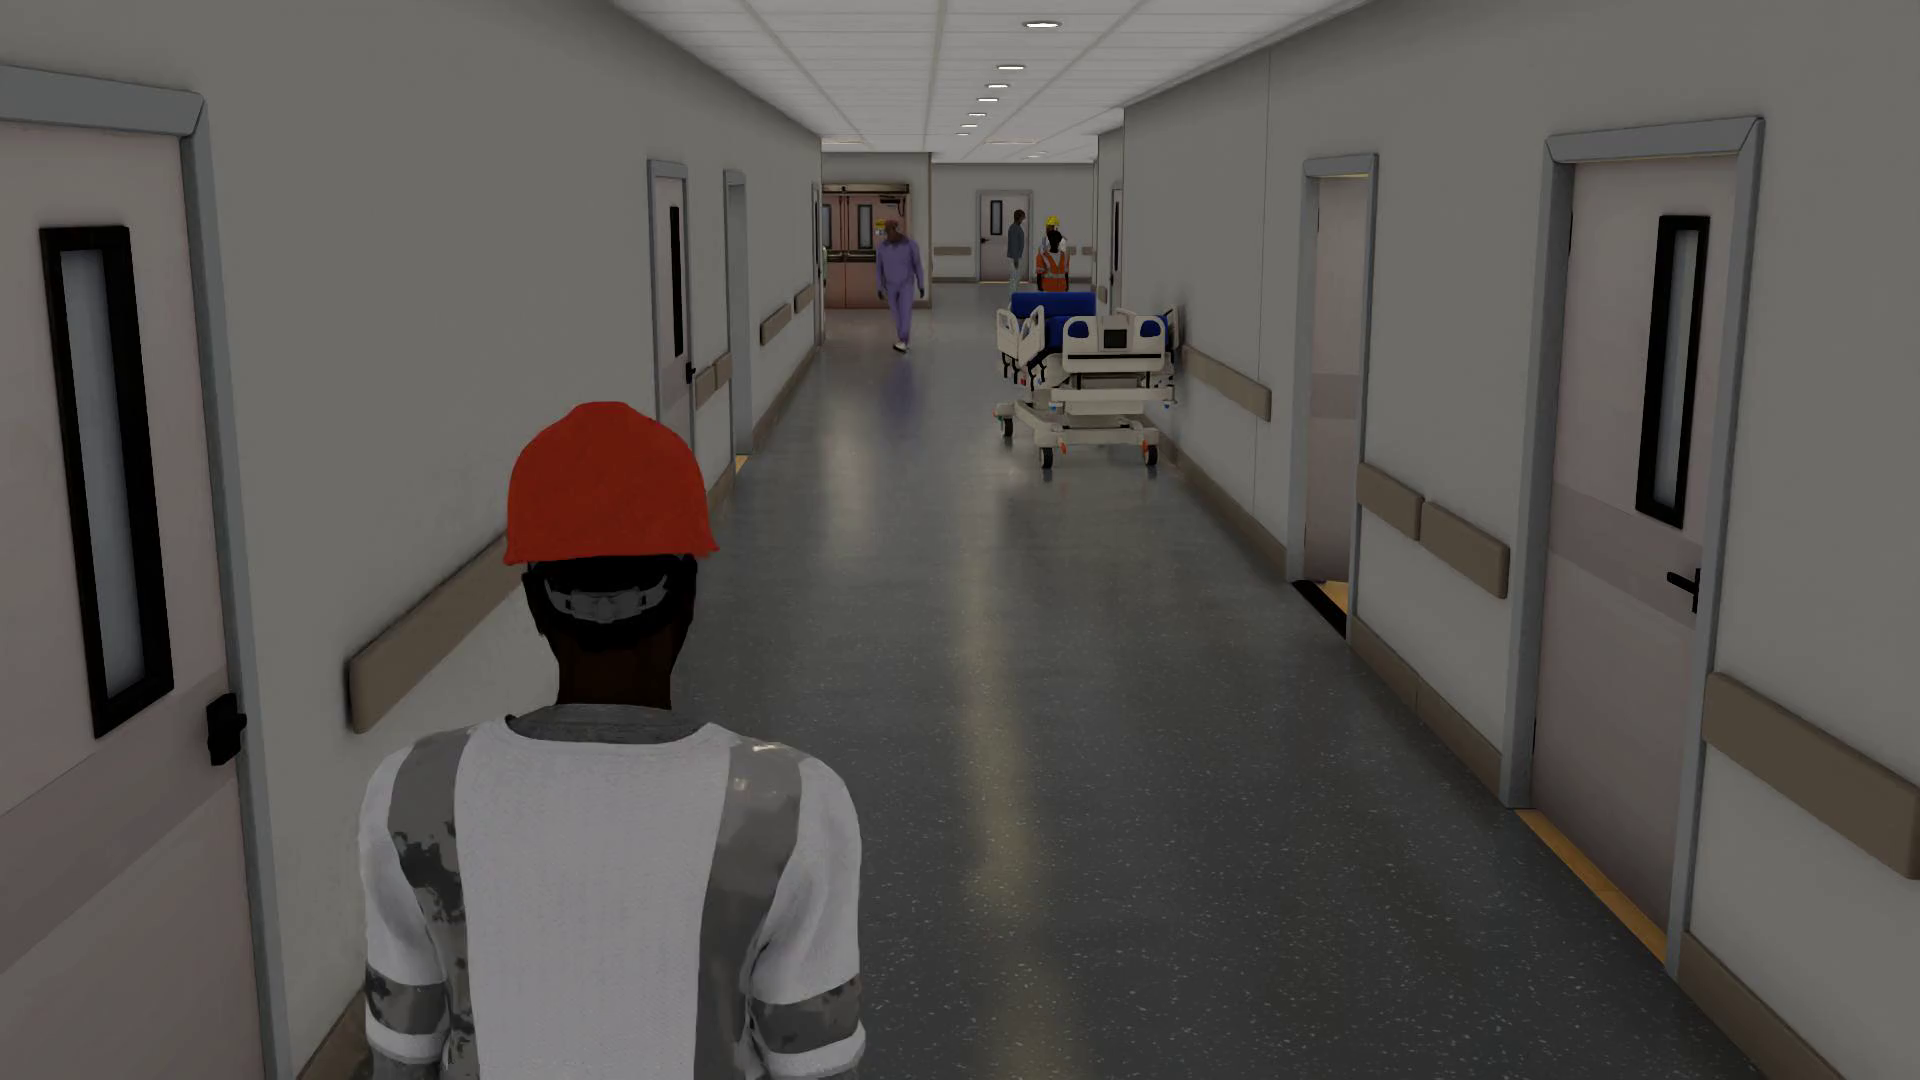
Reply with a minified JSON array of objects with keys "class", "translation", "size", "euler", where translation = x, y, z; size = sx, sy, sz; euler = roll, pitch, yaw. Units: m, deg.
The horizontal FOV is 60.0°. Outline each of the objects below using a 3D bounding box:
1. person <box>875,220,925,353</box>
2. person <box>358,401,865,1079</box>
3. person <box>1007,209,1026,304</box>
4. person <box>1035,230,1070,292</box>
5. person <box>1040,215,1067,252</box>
[{"class":"person","translation":[-0.863,-3.570,23.400],"size":[0.687,1.840,0.983],"euler":[3,12,14]},{"class":"person","translation":[-0.387,0.813,1.848],"size":[0.568,1.915,0.652],"euler":[0,12,2]},{"class":"person","translation":[1.114,-5.517,32.663],"size":[0.384,1.930,0.634],"euler":[2,12,8]},{"class":"person","translation":[1.317,-3.526,23.517],"size":[0.540,1.695,0.317],"euler":[-5,13,-23]},{"class":"person","translation":[1.610,-4.805,29.408],"size":[0.404,1.837,0.587],"euler":[-9,15,-38]}]
